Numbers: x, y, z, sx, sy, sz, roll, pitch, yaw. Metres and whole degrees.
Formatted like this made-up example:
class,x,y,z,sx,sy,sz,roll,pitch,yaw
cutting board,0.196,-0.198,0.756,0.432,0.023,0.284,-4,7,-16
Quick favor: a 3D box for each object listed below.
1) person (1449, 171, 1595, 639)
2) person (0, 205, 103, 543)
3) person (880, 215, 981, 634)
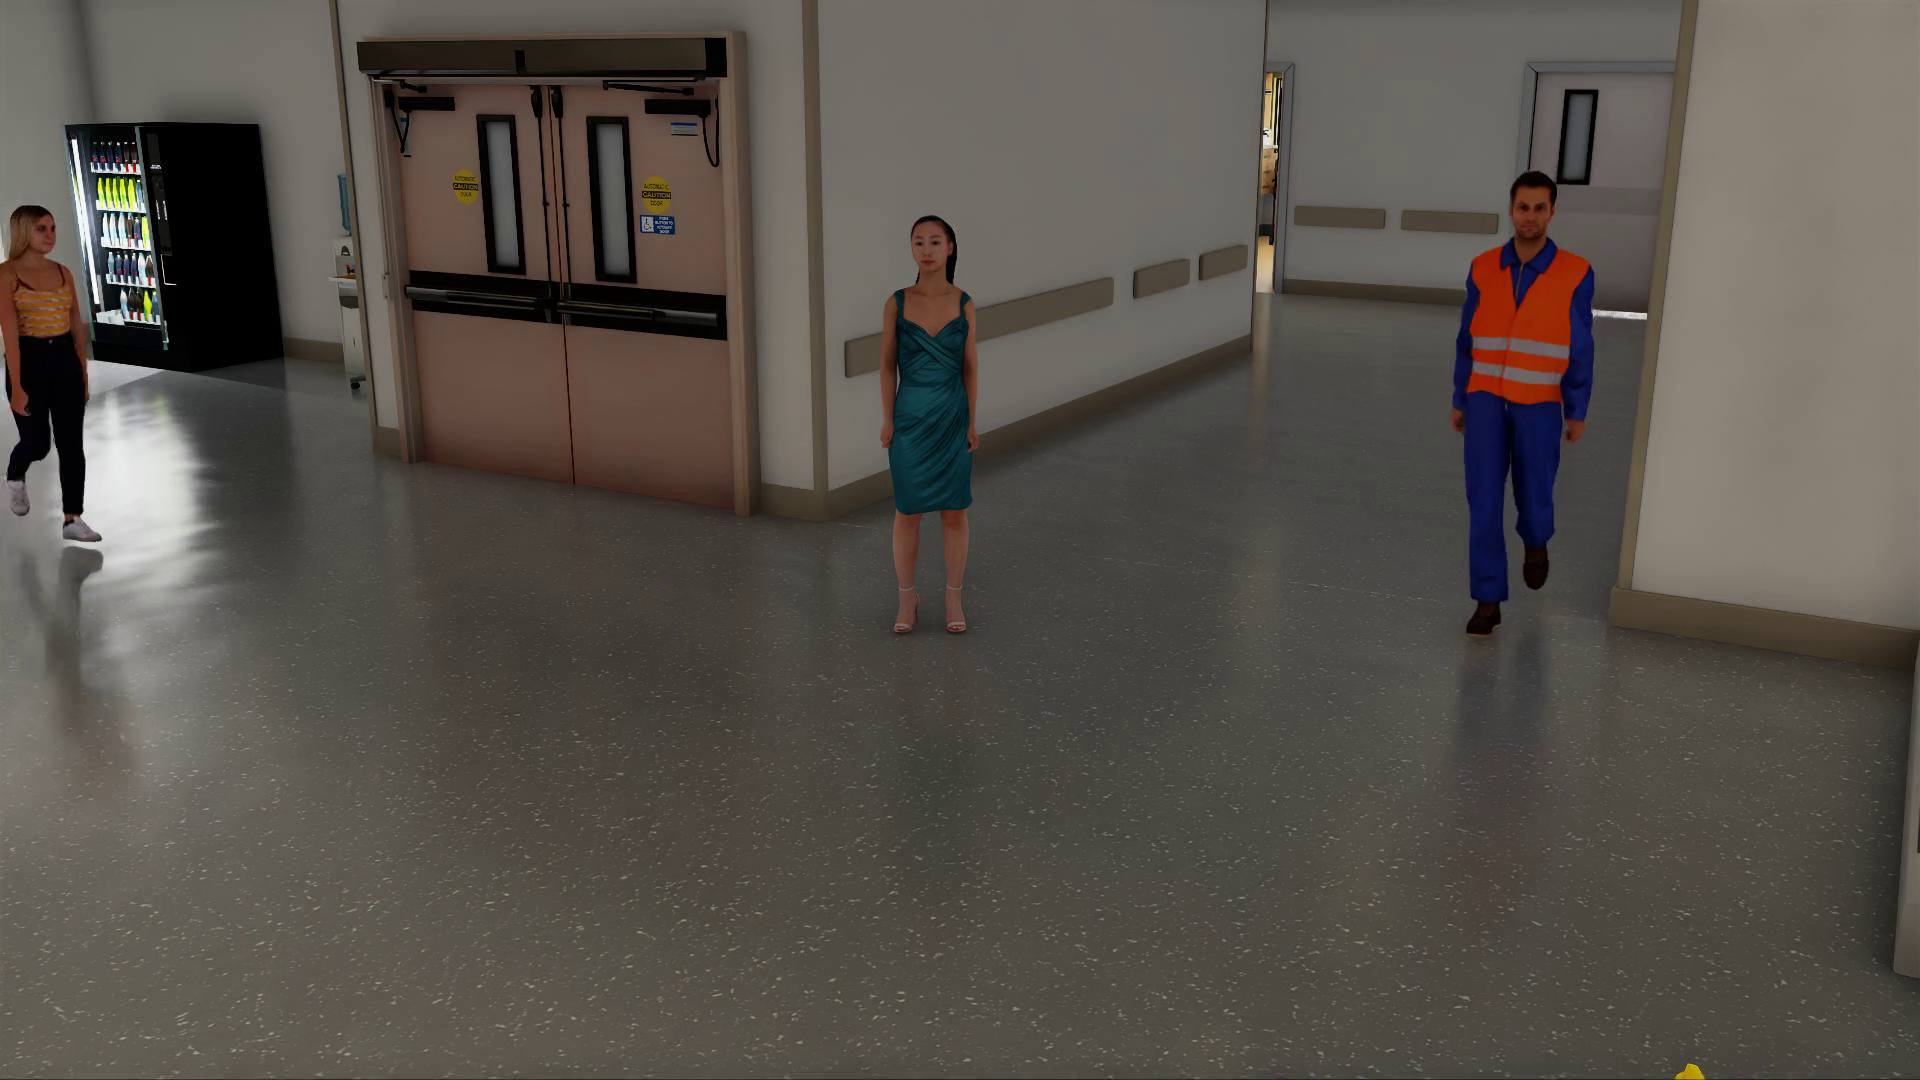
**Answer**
class,x,y,z,sx,sy,sz,roll,pitch,yaw
person,2.256,-0.542,6.721,0.884,1.845,0.748,8,18,27
person,-4.457,-0.785,8.017,0.900,1.609,0.606,10,19,32
person,-0.115,-0.449,6.684,0.579,1.687,0.681,-1,16,-2
